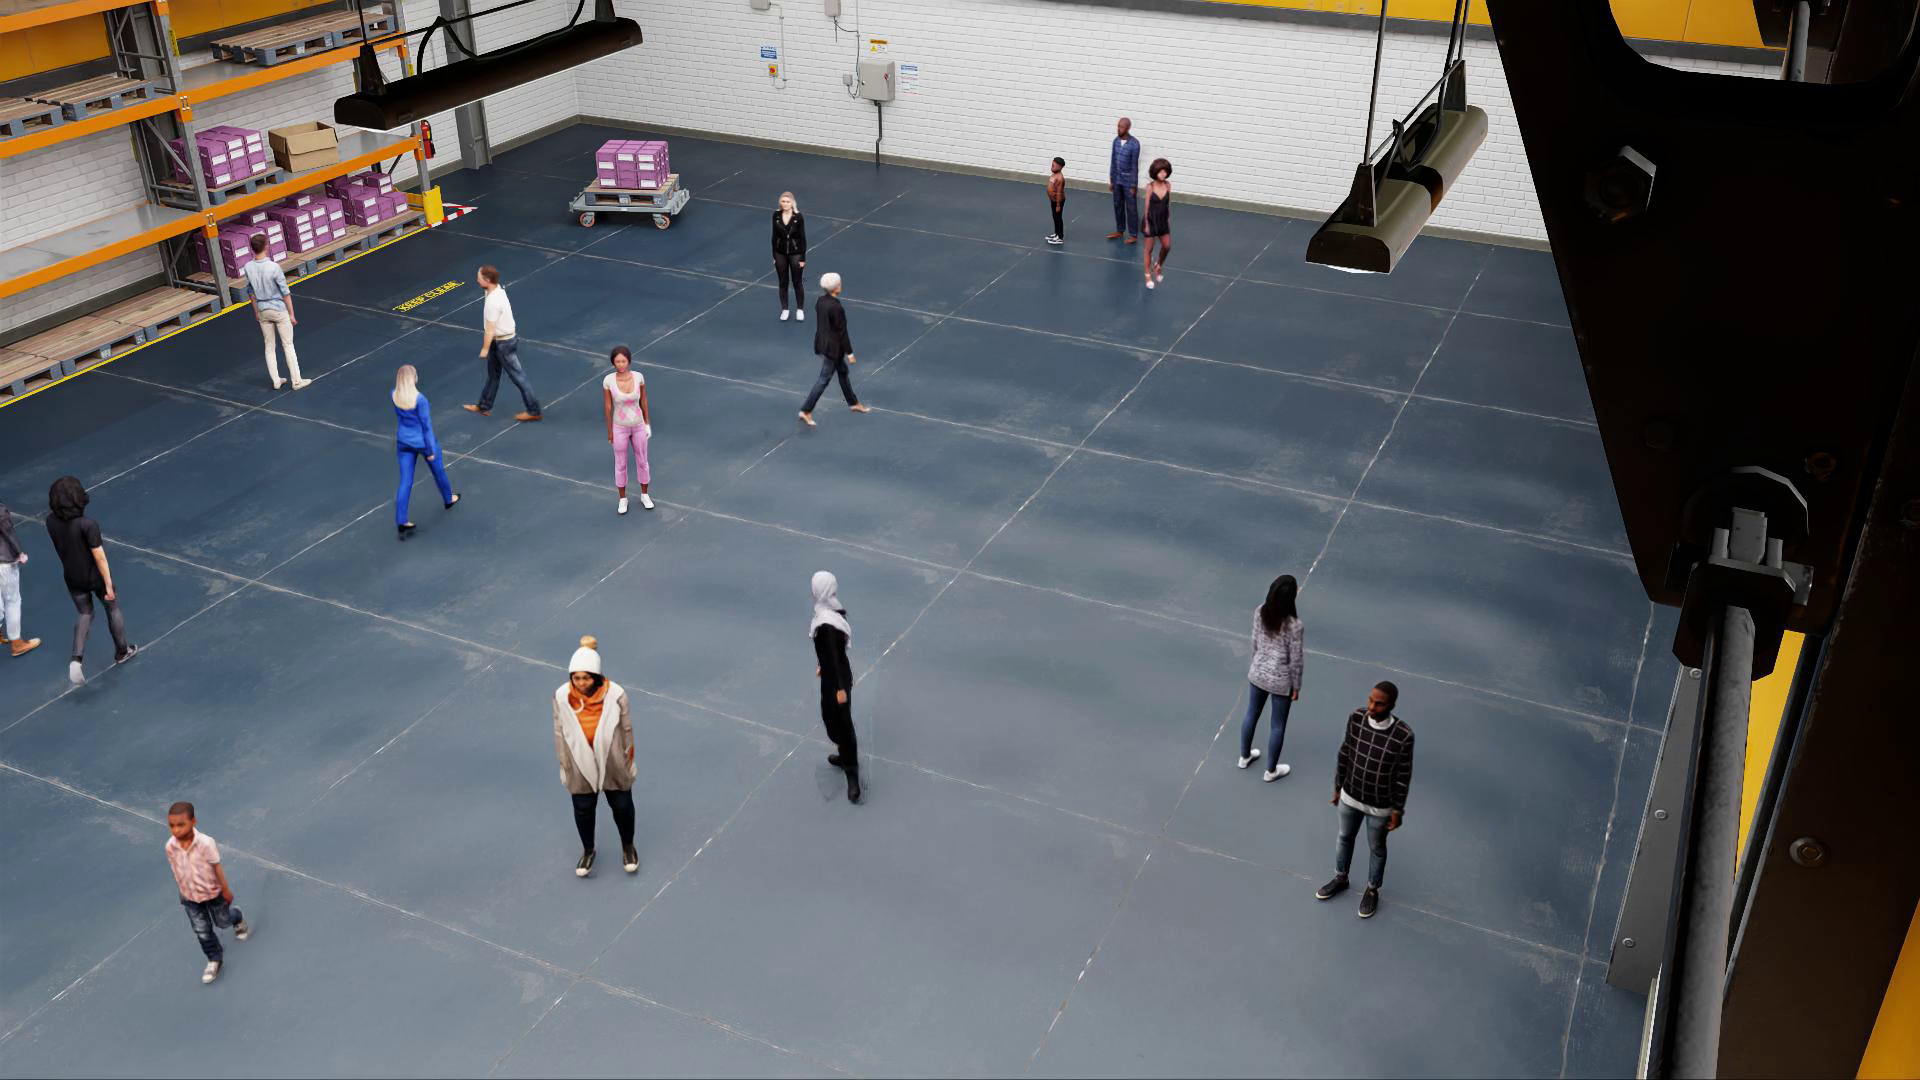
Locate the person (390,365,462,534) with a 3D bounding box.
[{"bbox_3d":[-5.344,-0.858,16.171,0.714,1.655,1.164,10,30,17],"label":"person"}]

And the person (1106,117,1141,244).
[{"bbox_3d":[2.385,-5.189,23.950,0.730,1.811,0.700,25,37,38],"label":"person"}]

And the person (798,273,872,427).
[{"bbox_3d":[-1.445,-2.045,18.175,1.188,1.750,1.166,-13,31,-22],"label":"person"}]

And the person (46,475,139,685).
[{"bbox_3d":[-7.307,0.348,13.798,0.856,1.811,1.083,2,29,4],"label":"person"}]

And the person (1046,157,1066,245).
[{"bbox_3d":[1.414,-4.914,24.028,0.643,1.253,0.571,-8,30,-14],"label":"person"}]

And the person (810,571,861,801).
[{"bbox_3d":[-0.888,1.091,12.491,0.898,1.758,0.760,-10,30,-18],"label":"person"}]

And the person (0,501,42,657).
[{"bbox_3d":[-8.202,0.206,14.050,0.668,1.819,0.641,10,30,18],"label":"person"}]

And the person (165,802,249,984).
[{"bbox_3d":[-4.921,2.236,10.870,0.694,1.301,0.838,0,29,0],"label":"person"}]

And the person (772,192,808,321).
[{"bbox_3d":[-2.177,-3.626,21.216,0.659,1.685,0.634,4,29,7],"label":"person"}]

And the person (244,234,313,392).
[{"bbox_3d":[-7.944,-2.634,19.228,0.709,1.847,0.636,4,29,8],"label":"person"}]

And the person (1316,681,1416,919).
[{"bbox_3d":[2.789,1.718,11.277,0.717,1.820,0.654,21,35,34],"label":"person"}]

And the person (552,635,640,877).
[{"bbox_3d":[-2.523,1.501,11.600,0.821,1.892,0.849,-4,29,-7],"label":"person"}]

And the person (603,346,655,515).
[{"bbox_3d":[-3.293,-1.108,16.540,0.653,1.741,0.715,-10,30,-18],"label":"person"}]

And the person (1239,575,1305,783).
[{"bbox_3d":[2.372,1.034,12.625,0.668,1.730,0.629,24,37,37],"label":"person"}]

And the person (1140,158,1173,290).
[{"bbox_3d":[2.584,-4.251,22.261,0.680,1.781,0.739,-8,30,-15],"label":"person"}]

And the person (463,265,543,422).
[{"bbox_3d":[-4.925,-2.137,18.348,1.083,1.817,1.153,-3,29,-6],"label":"person"}]
